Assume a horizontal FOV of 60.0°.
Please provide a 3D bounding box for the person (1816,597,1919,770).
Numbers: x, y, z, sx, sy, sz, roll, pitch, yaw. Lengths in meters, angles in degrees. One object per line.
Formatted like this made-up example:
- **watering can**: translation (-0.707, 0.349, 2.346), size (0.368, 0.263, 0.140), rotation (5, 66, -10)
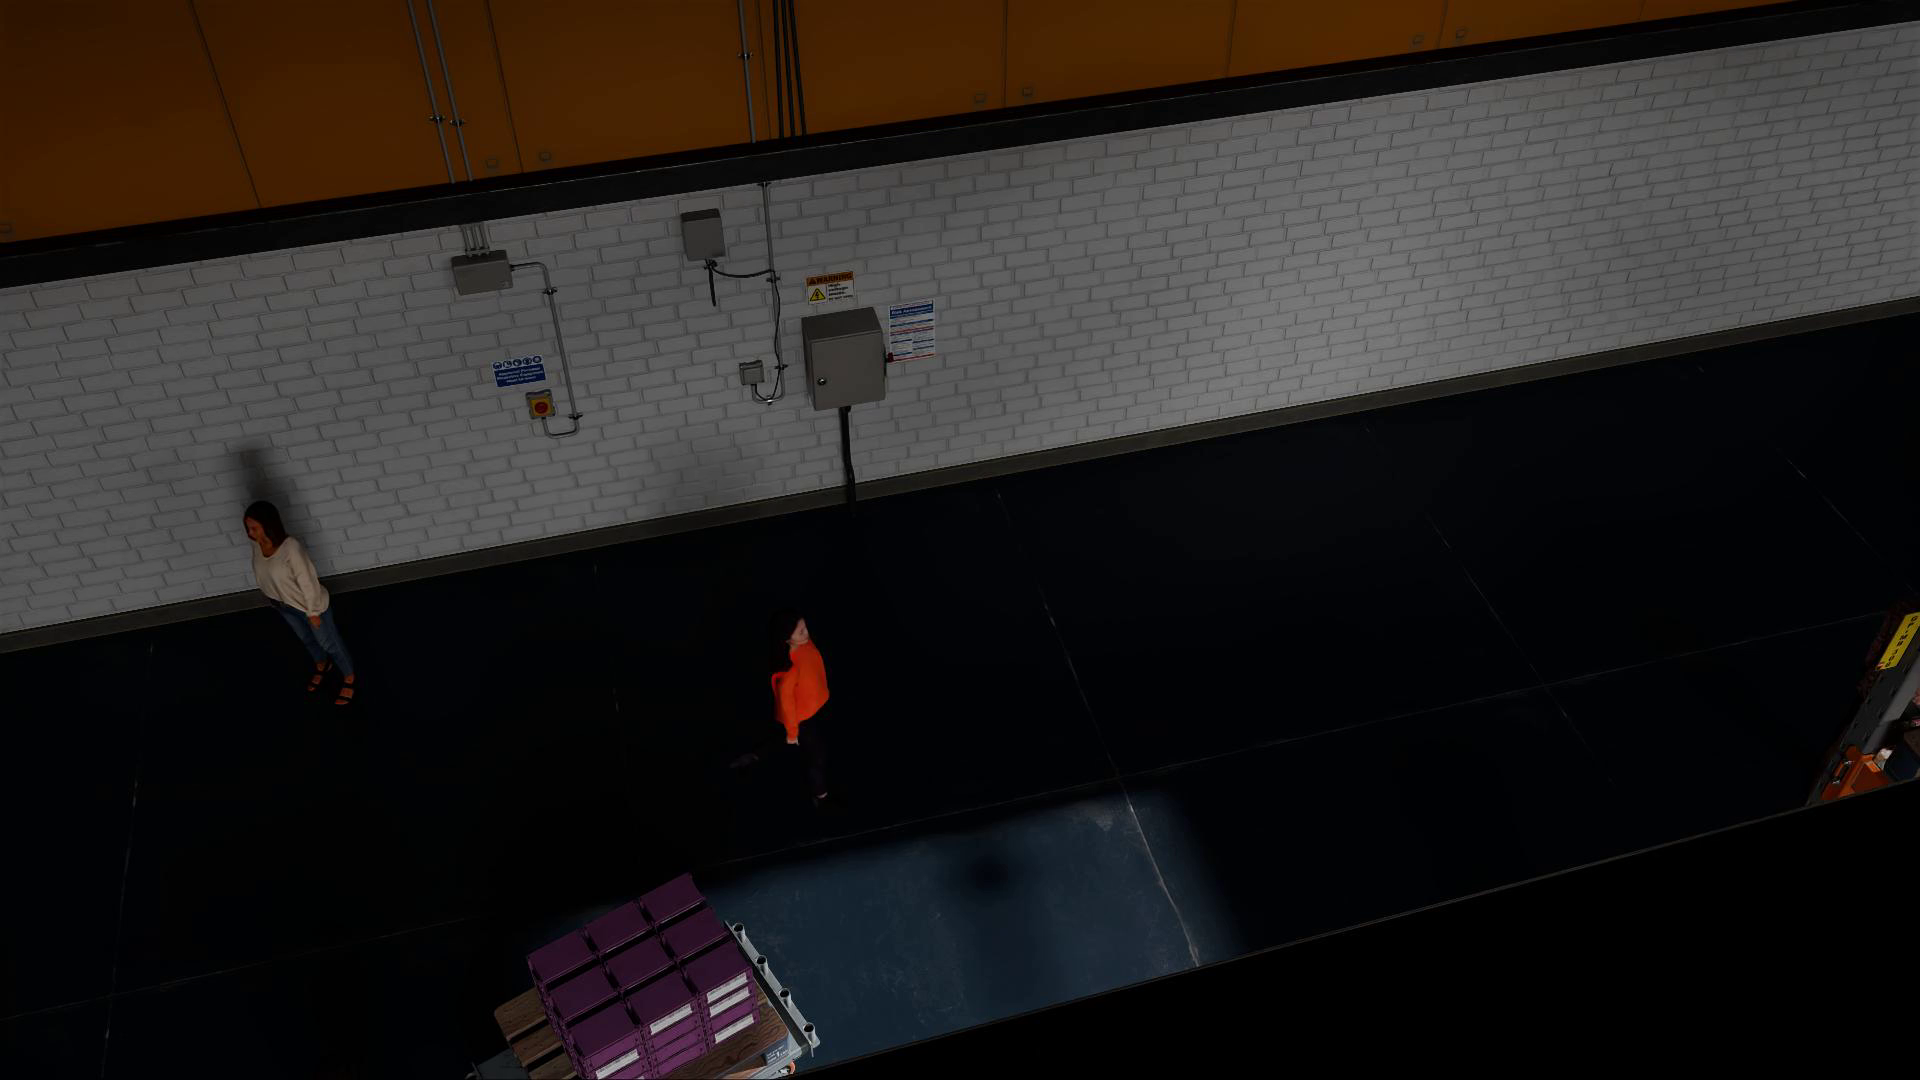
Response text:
- **person**: translation (5.550, 0.894, 9.838), size (0.790, 1.808, 0.600), rotation (-19, 47, -19)

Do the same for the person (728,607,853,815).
- **person**: translation (-1.023, 0.998, 9.786), size (0.867, 1.729, 1.001), rotation (2, 44, 2)

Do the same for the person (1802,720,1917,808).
- **person**: translation (4.752, 1.525, 9.232), size (0.984, 1.729, 1.009), rotation (8, 44, 9)

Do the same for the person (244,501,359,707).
- **person**: translation (-4.153, 0.370, 10.483), size (0.694, 1.676, 0.750), rotation (21, 47, 20)
